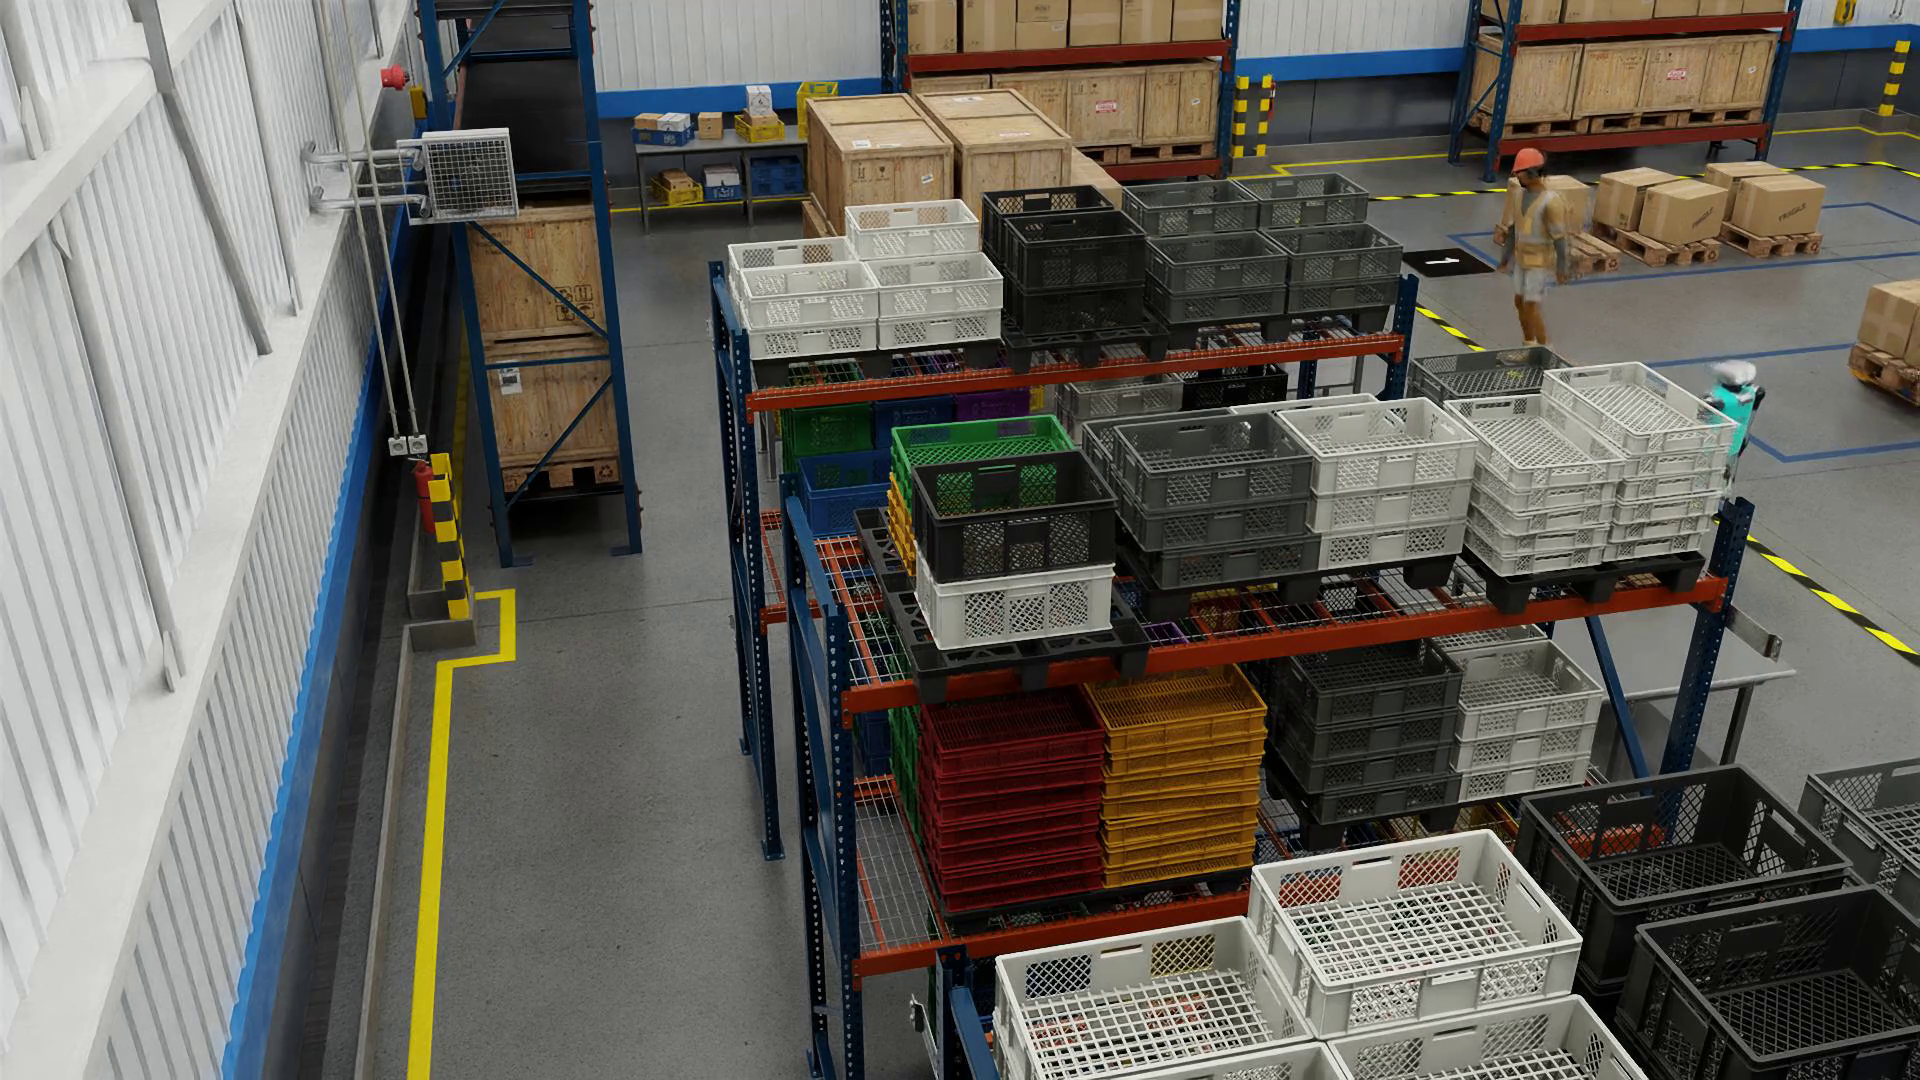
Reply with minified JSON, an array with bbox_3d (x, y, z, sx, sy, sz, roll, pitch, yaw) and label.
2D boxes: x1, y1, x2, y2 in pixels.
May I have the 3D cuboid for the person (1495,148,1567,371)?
[{"bbox_3d":[5.124,-2.519,14.974,0.542,1.994,0.630,-8,29,-15],"label":"person"}]

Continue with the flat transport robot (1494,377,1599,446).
[{"bbox_3d":[4.780,-1.036,14.013,0.659,0.231,1.431,-6,28,-12],"label":"flat transport robot"}]

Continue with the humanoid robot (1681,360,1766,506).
[{"bbox_3d":[4.919,-0.489,11.453,0.530,1.778,1.027,-14,31,-25],"label":"humanoid robot"}]

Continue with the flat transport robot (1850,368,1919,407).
[{"bbox_3d":[8.555,-1.308,14.498,0.652,0.197,1.431,-6,28,-12],"label":"flat transport robot"}]
